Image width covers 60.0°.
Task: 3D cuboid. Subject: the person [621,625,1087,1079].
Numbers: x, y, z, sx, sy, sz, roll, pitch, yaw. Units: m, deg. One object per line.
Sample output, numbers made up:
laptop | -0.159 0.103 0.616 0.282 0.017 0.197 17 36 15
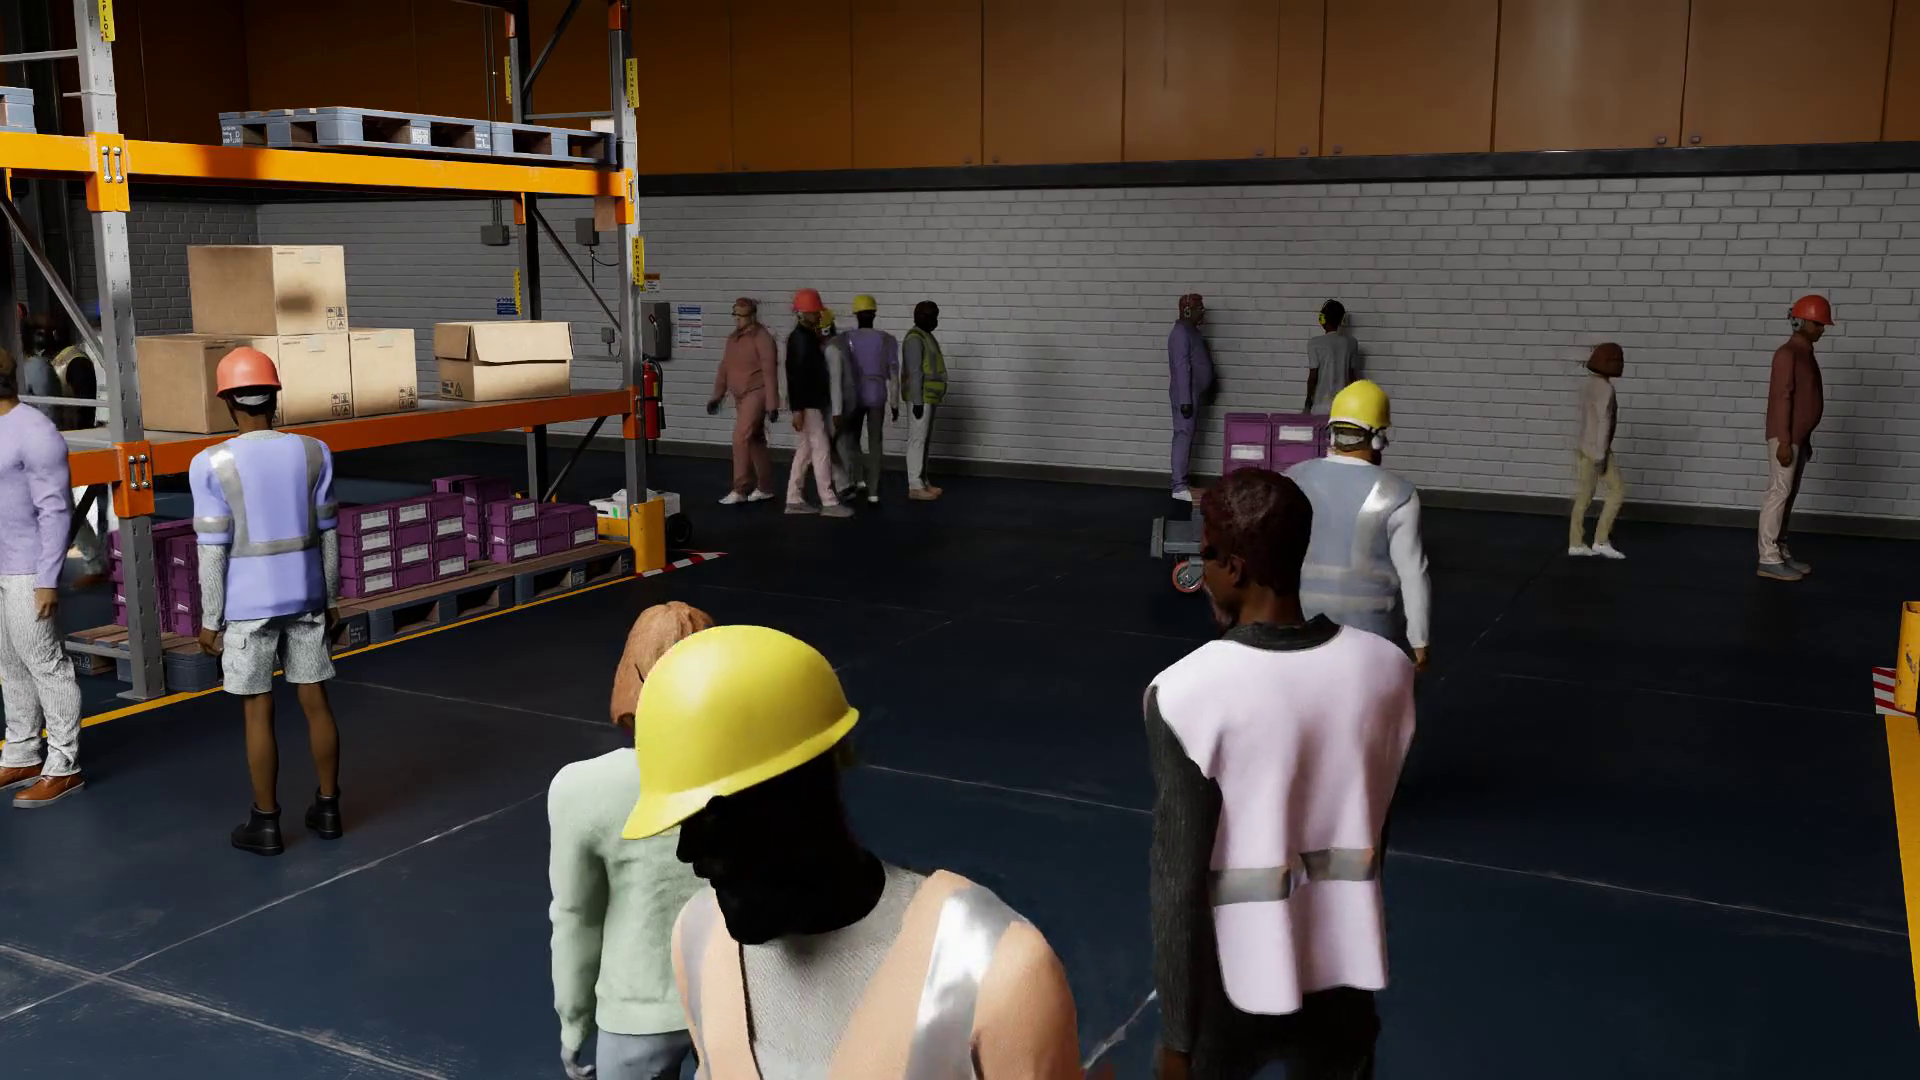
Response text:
person | -0.023 1.000 2.114 0.659 1.876 0.841 6 12 33

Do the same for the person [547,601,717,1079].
person | -0.533 0.926 3.224 0.497 1.626 0.289 -2 10 -13

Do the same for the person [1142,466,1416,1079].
person | 0.560 0.795 3.218 0.611 1.882 0.845 -4 11 -22

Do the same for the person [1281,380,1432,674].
person | 1.551 0.289 6.390 0.624 1.795 0.883 10 14 44

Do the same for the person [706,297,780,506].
person | -1.998 -1.245 15.041 0.752 1.875 0.671 -6 12 -31

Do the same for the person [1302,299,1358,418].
person | 3.276 -1.191 14.813 0.553 1.880 0.390 -3 10 -19

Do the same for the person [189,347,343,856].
person | -2.636 0.236 6.339 0.542 1.928 0.374 -9 14 -44

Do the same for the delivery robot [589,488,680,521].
delivery robot | -2.486 -0.230 12.733 0.477 0.478 0.707 7 12 37

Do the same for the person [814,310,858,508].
person | -1.149 -1.164 14.831 0.473 1.792 0.621 1 10 3

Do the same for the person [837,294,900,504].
person | -0.852 -1.284 15.178 0.612 1.908 0.465 -1 10 -8

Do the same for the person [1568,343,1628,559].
person | 4.825 -0.657 12.388 0.506 1.617 0.528 1 10 4

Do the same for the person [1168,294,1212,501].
person | 2.126 -1.318 15.397 0.408 1.909 0.642 2 10 12

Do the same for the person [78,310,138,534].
person | -6.879 -1.025 13.629 0.645 1.924 0.568 4 11 24

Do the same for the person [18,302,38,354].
person | -7.670 -0.996 13.600 0.355 1.883 0.575 -6 12 -33

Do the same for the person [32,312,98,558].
person | -6.764 -0.788 12.513 0.632 1.843 0.429 5 11 29

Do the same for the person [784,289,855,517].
person | -1.246 -1.176 14.438 0.717 1.960 0.696 0 10 3

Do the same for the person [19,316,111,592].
person | -6.091 -0.531 10.918 1.041 1.882 0.652 -10 14 -44

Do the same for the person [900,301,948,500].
person | -0.330 -1.304 15.514 0.430 1.840 0.624 2 10 11

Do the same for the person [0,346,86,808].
person | -3.913 0.139 6.886 0.627 1.934 0.371 6 11 30

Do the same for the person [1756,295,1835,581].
person | 5.875 -0.721 11.704 0.391 1.987 0.608 8 13 39
